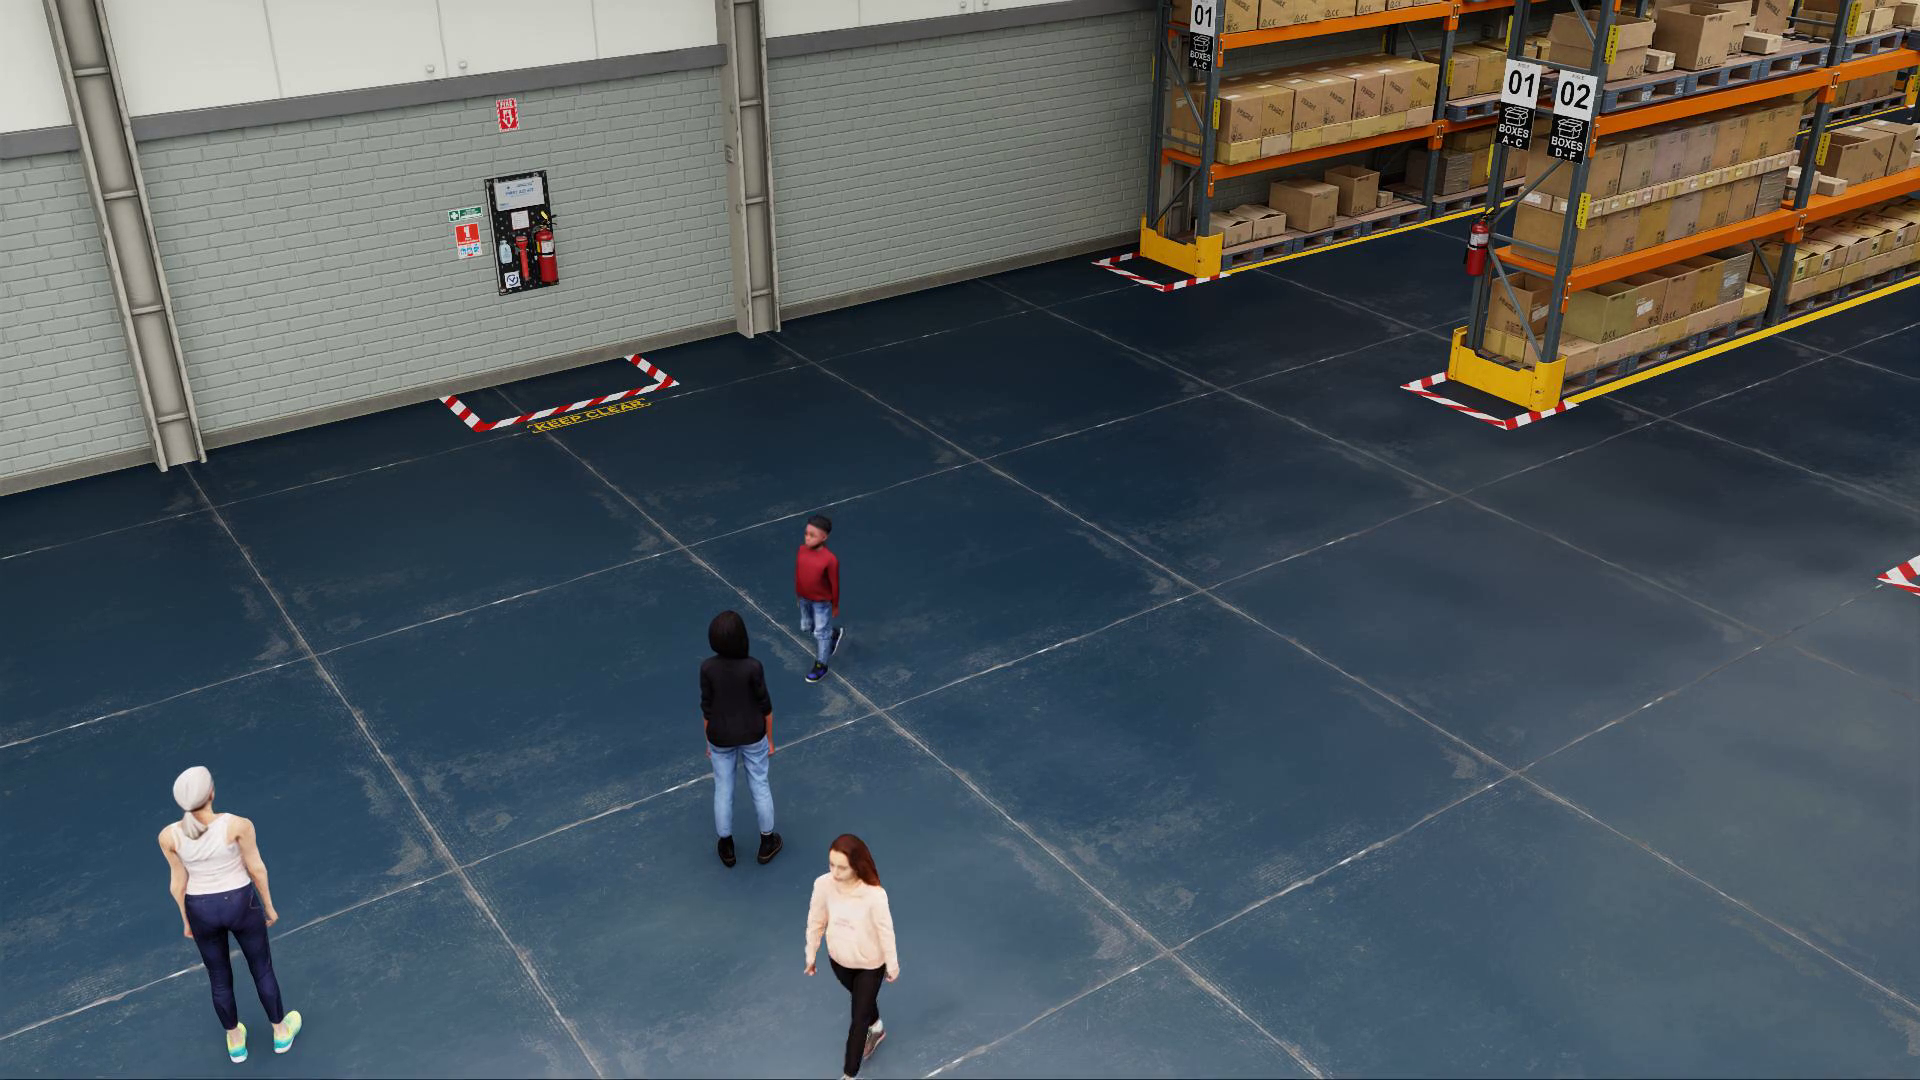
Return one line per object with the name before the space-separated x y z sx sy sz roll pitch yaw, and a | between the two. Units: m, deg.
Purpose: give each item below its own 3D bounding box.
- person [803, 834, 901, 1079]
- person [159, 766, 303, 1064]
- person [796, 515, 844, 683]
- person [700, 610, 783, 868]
person | -0.476 2.033 8.257 0.830 1.456 0.975 13 30 24
person | -3.669 1.870 8.307 0.593 1.701 0.730 -7 28 -13
person | -0.968 0.370 11.717 0.625 1.244 0.762 19 33 32
person | -1.292 1.160 9.684 0.627 1.702 0.716 -1 27 -3
